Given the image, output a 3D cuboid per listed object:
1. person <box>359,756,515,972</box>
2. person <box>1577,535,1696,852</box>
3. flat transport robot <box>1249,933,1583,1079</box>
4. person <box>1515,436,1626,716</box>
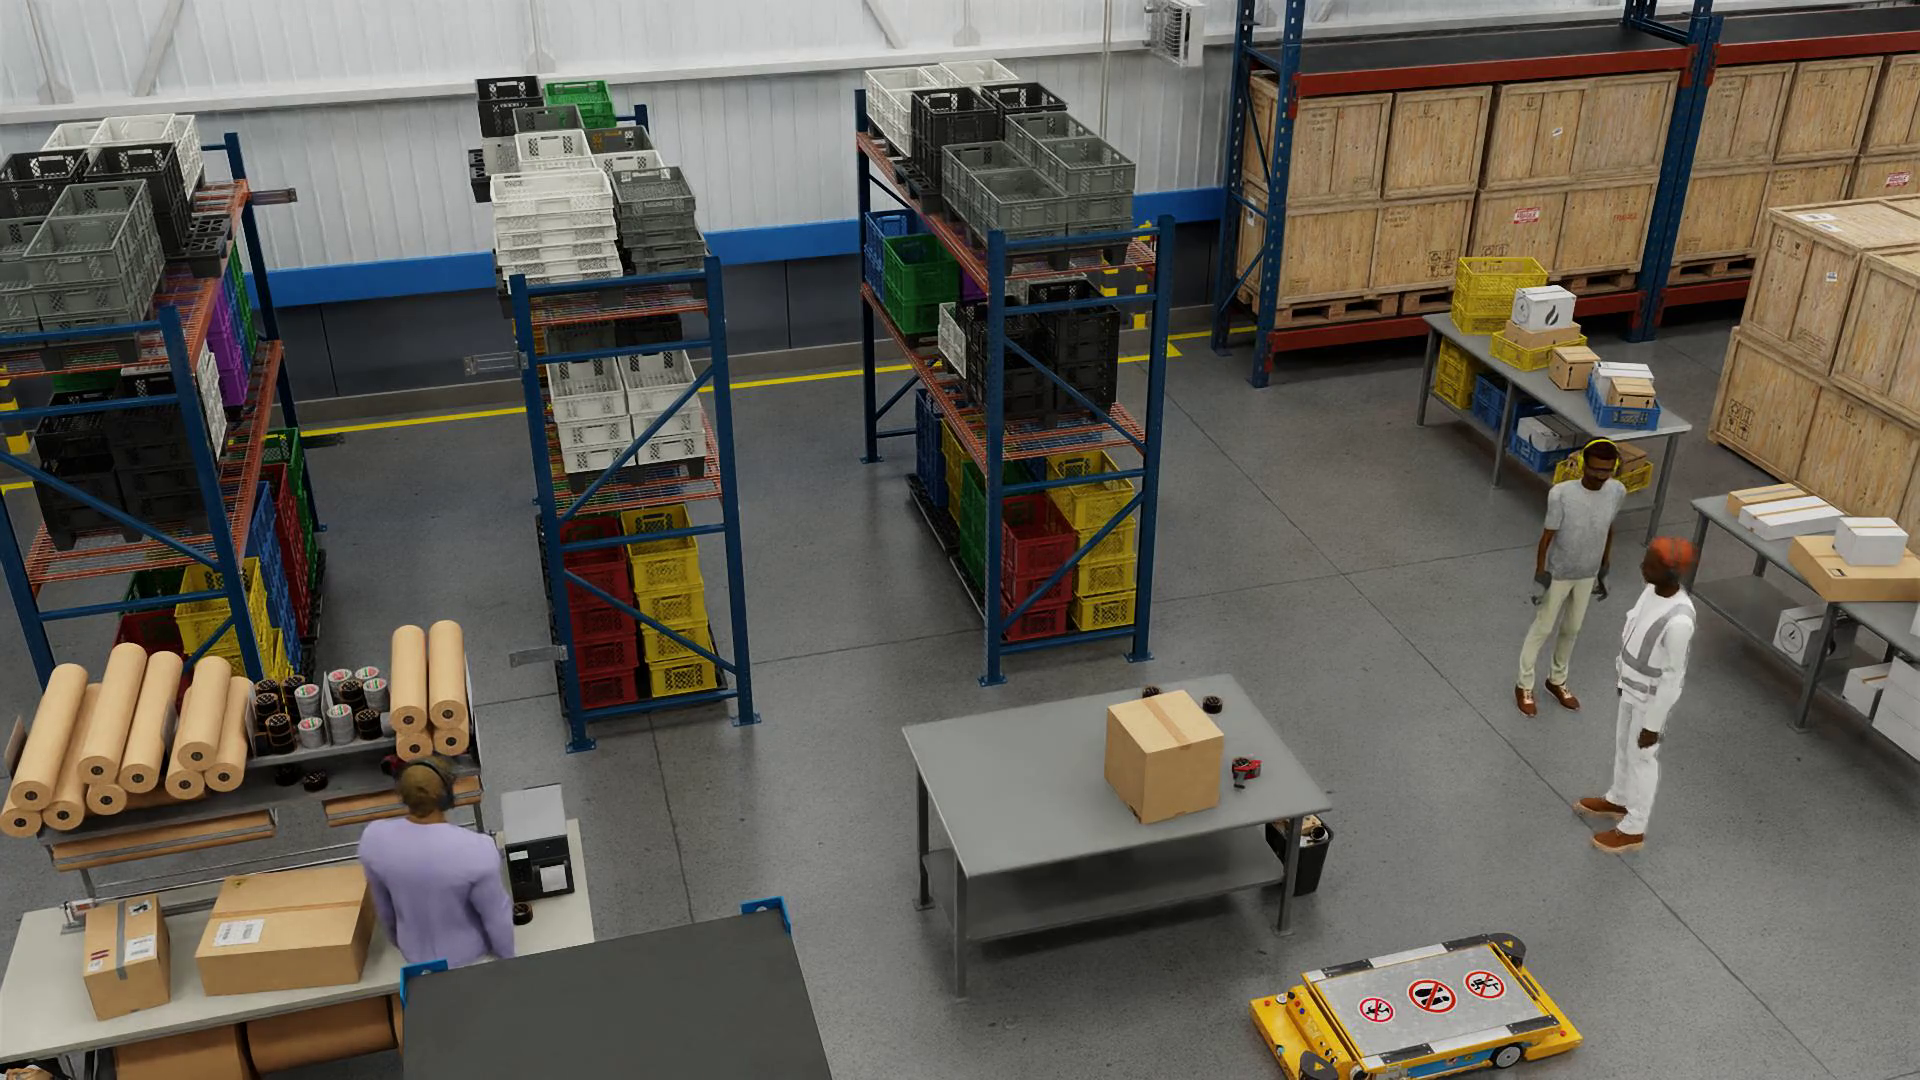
[{"bbox_3d":[-2.209,1.765,7.217,0.627,1.931,0.371,5,29,10],"label":"person"},{"bbox_3d":[3.700,0.831,8.978,0.338,1.882,0.609,3,29,6],"label":"person"},{"bbox_3d":[2.184,2.282,7.980,1.431,0.197,0.652,-8,30,-14],"label":"flat transport robot"},{"bbox_3d":[3.722,0.217,10.095,0.523,1.865,0.317,-6,29,-10],"label":"person"}]
